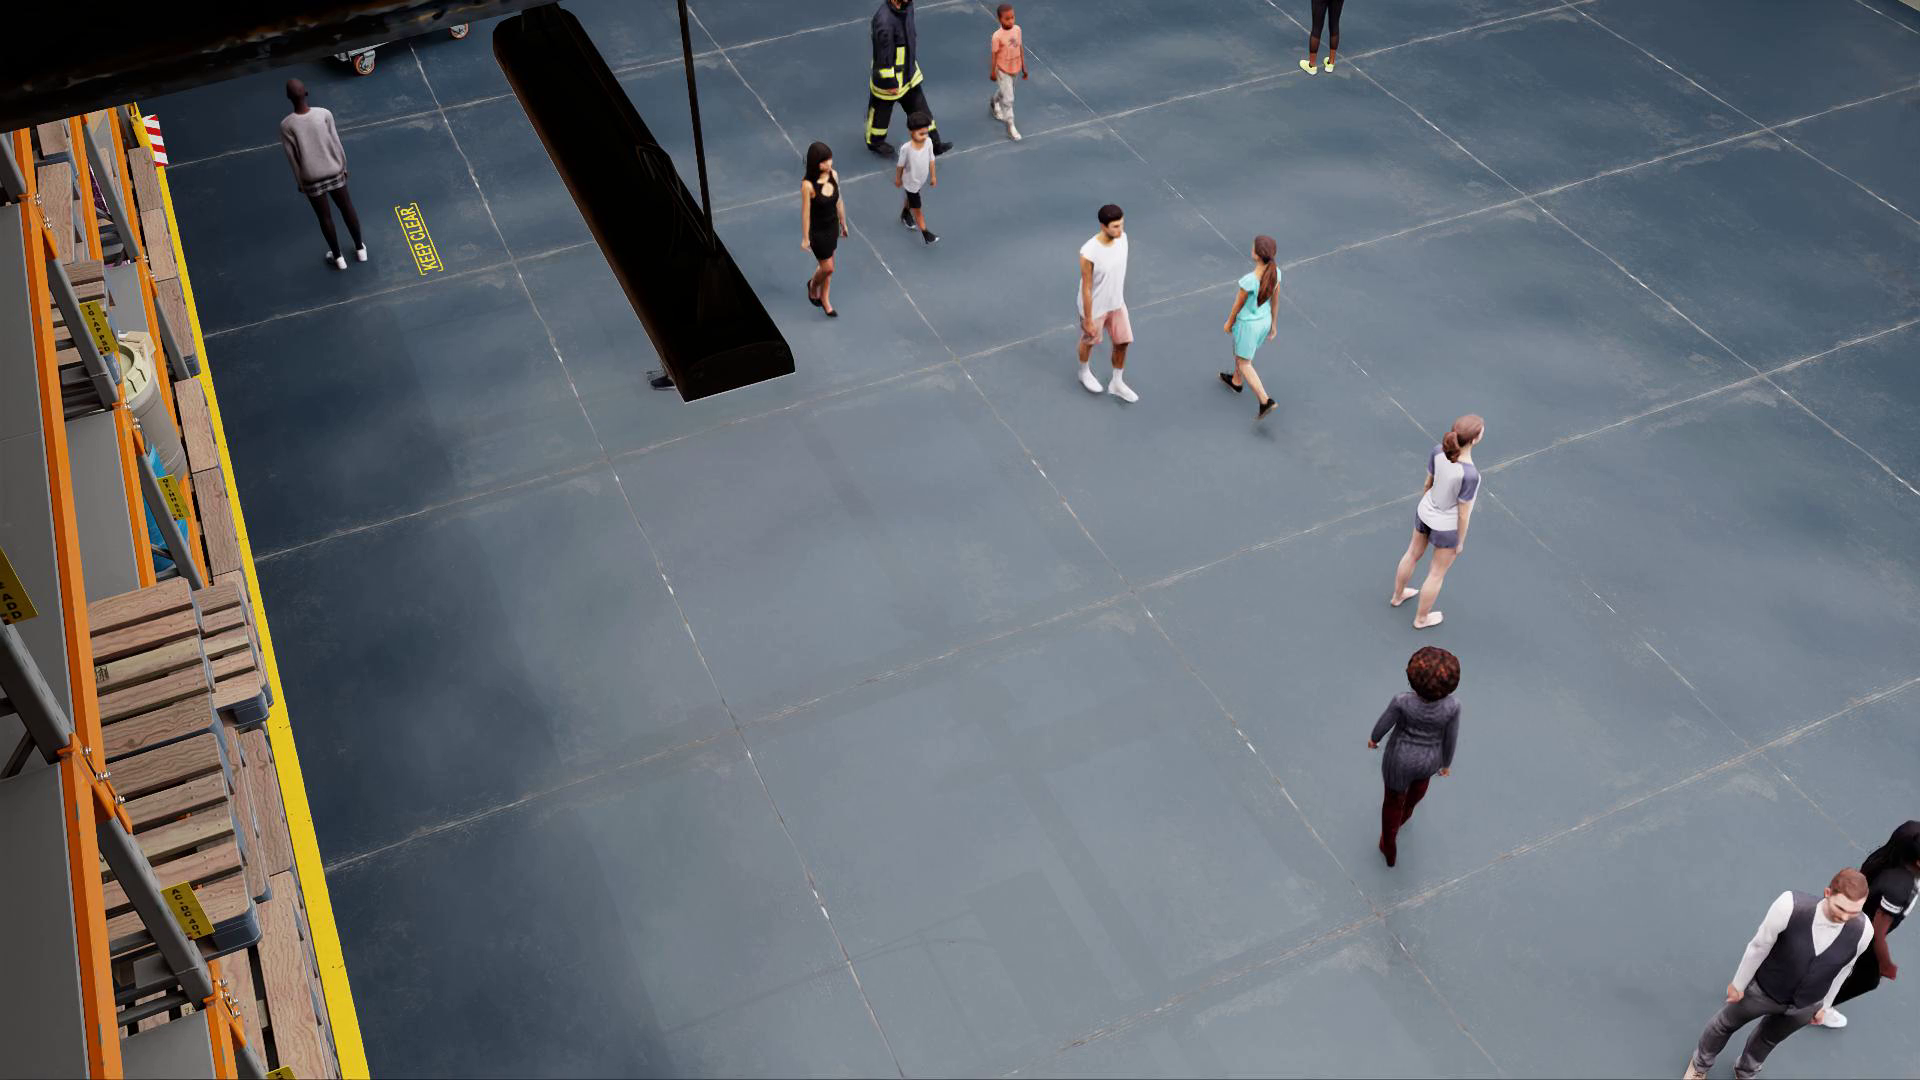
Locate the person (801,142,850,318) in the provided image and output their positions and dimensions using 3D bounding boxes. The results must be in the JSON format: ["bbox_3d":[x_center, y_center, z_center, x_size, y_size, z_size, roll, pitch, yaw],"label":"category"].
[{"bbox_3d":[-1.204,-2.598,13.856,0.737,1.640,0.698,30,51,28],"label":"person"}]

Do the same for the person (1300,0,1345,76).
[{"bbox_3d":[3.761,-5.606,16.932,0.607,1.753,0.577,-8,44,-9],"label":"person"}]

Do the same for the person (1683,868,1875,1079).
[{"bbox_3d":[4.220,2.274,8.522,0.741,1.944,0.786,11,45,12],"label":"person"}]

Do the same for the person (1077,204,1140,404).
[{"bbox_3d":[1.052,-1.908,13.043,0.757,1.764,0.894,-28,50,-26],"label":"person"}]

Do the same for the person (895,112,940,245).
[{"bbox_3d":[-0.433,-3.285,14.886,0.566,1.216,0.921,-23,48,-22],"label":"person"}]

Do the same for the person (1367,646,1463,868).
[{"bbox_3d":[2.644,1.329,9.695,0.824,1.696,0.911,5,44,5],"label":"person"}]

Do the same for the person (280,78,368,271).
[{"bbox_3d":[-5.512,-3.161,14.353,0.649,1.771,0.571,-26,49,-24],"label":"person"}]

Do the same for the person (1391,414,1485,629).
[{"bbox_3d":[3.226,-0.133,11.180,0.641,1.763,0.503,-23,48,-22],"label":"person"}]

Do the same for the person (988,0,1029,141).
[{"bbox_3d":[0.434,-4.635,16.243,0.575,1.299,0.922,-25,49,-24],"label":"person"}]

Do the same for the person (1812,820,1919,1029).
[{"bbox_3d":[4.778,2.082,8.894,0.826,1.710,0.785,17,46,17],"label":"person"}]

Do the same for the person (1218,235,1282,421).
[{"bbox_3d":[2.310,-1.639,12.924,0.631,1.539,1.009,-22,48,-22],"label":"person"}]

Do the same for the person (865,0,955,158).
[{"bbox_3d":[-0.697,-4.457,15.632,1.309,1.884,1.184,22,48,21],"label":"person"}]
